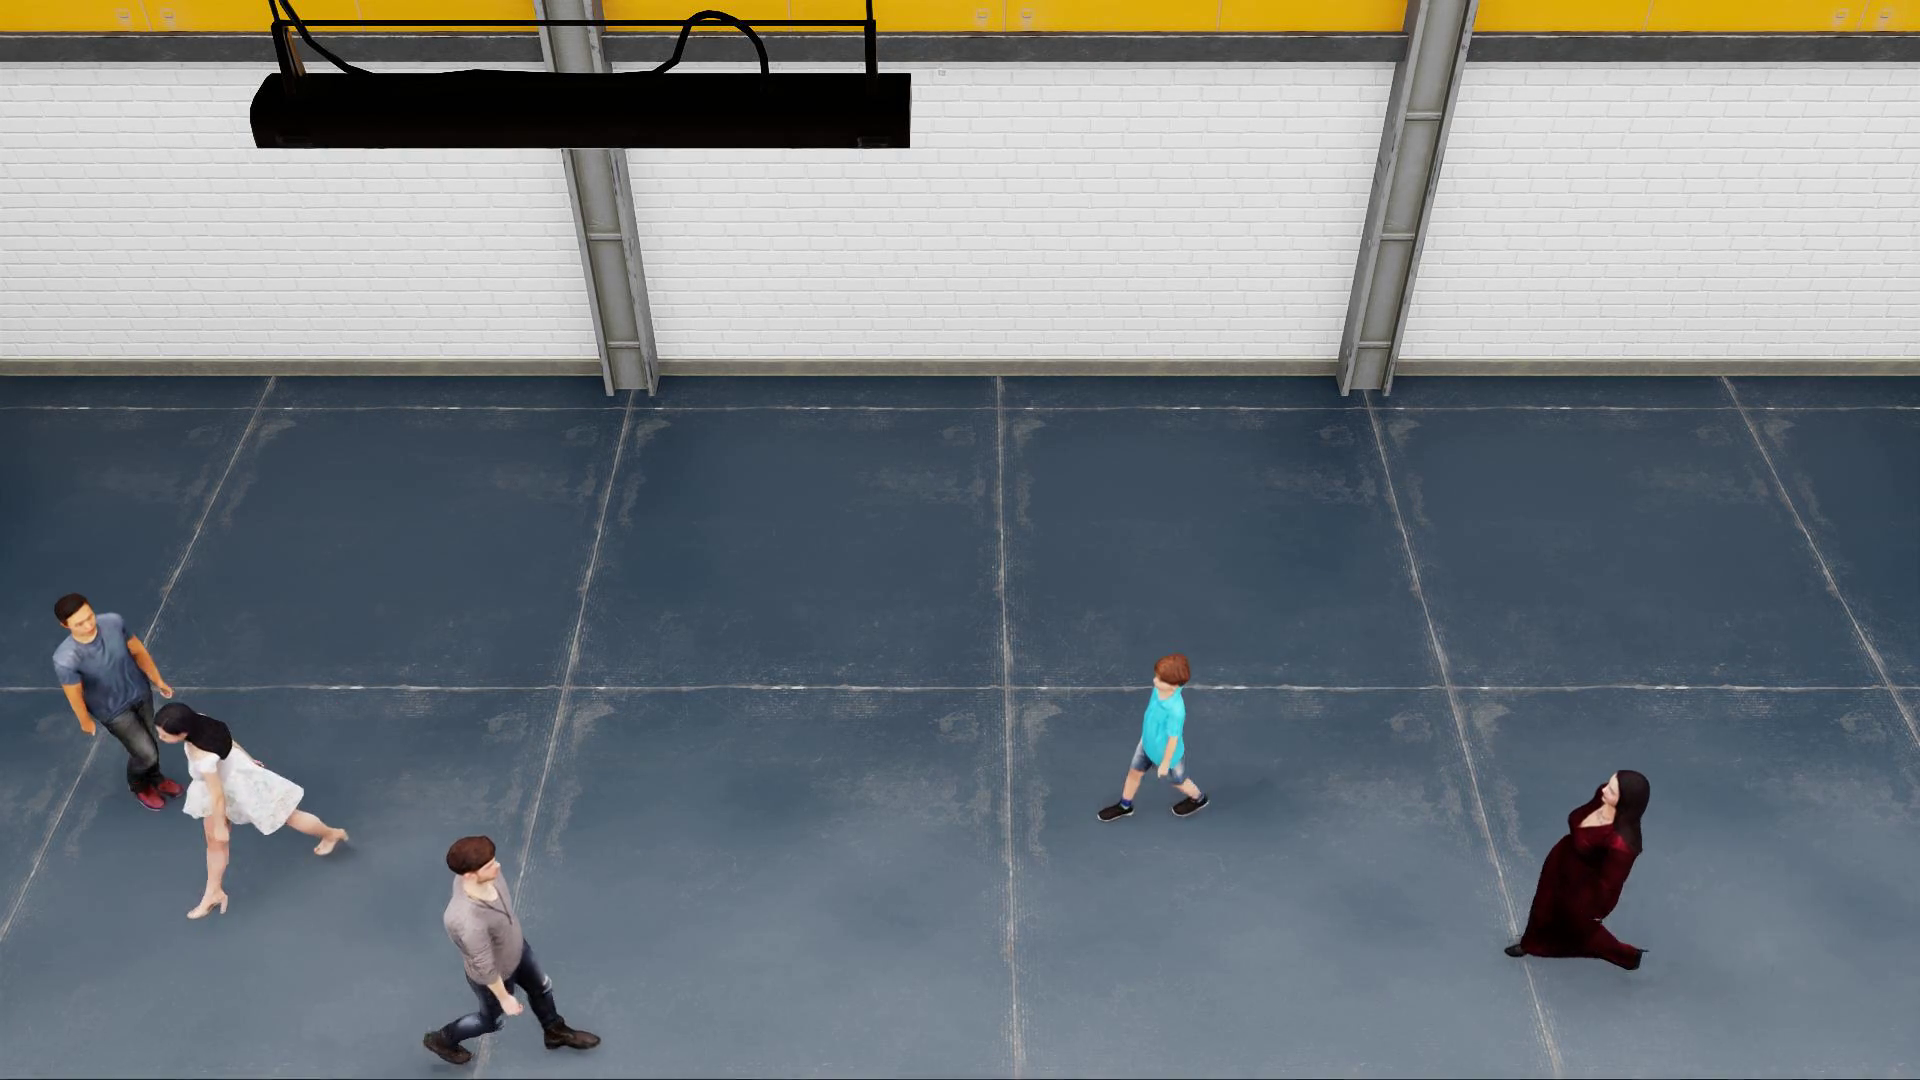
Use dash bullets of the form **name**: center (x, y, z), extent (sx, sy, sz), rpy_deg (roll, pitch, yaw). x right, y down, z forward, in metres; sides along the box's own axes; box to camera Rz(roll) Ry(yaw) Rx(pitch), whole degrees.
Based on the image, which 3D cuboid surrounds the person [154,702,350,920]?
- **person**: center (-4.059, 1.445, 9.588), extent (1.266, 1.699, 1.029), rpy_deg (-19, 47, -19)

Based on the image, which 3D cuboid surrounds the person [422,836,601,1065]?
- **person**: center (-2.505, 2.205, 8.662), extent (1.158, 1.874, 0.727), rpy_deg (3, 44, 3)

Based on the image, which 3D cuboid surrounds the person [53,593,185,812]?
- **person**: center (-5.144, 0.938, 10.051), extent (0.749, 1.793, 0.739), rpy_deg (15, 46, 16)

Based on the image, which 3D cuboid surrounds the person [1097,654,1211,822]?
- **person**: center (1.293, 1.216, 10.031), extent (0.992, 1.419, 0.702), rpy_deg (-11, 45, -11)

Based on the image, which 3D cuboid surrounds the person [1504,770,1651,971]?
- **person**: center (3.531, 1.858, 9.124), extent (0.978, 1.740, 0.707), rpy_deg (4, 44, 4)
